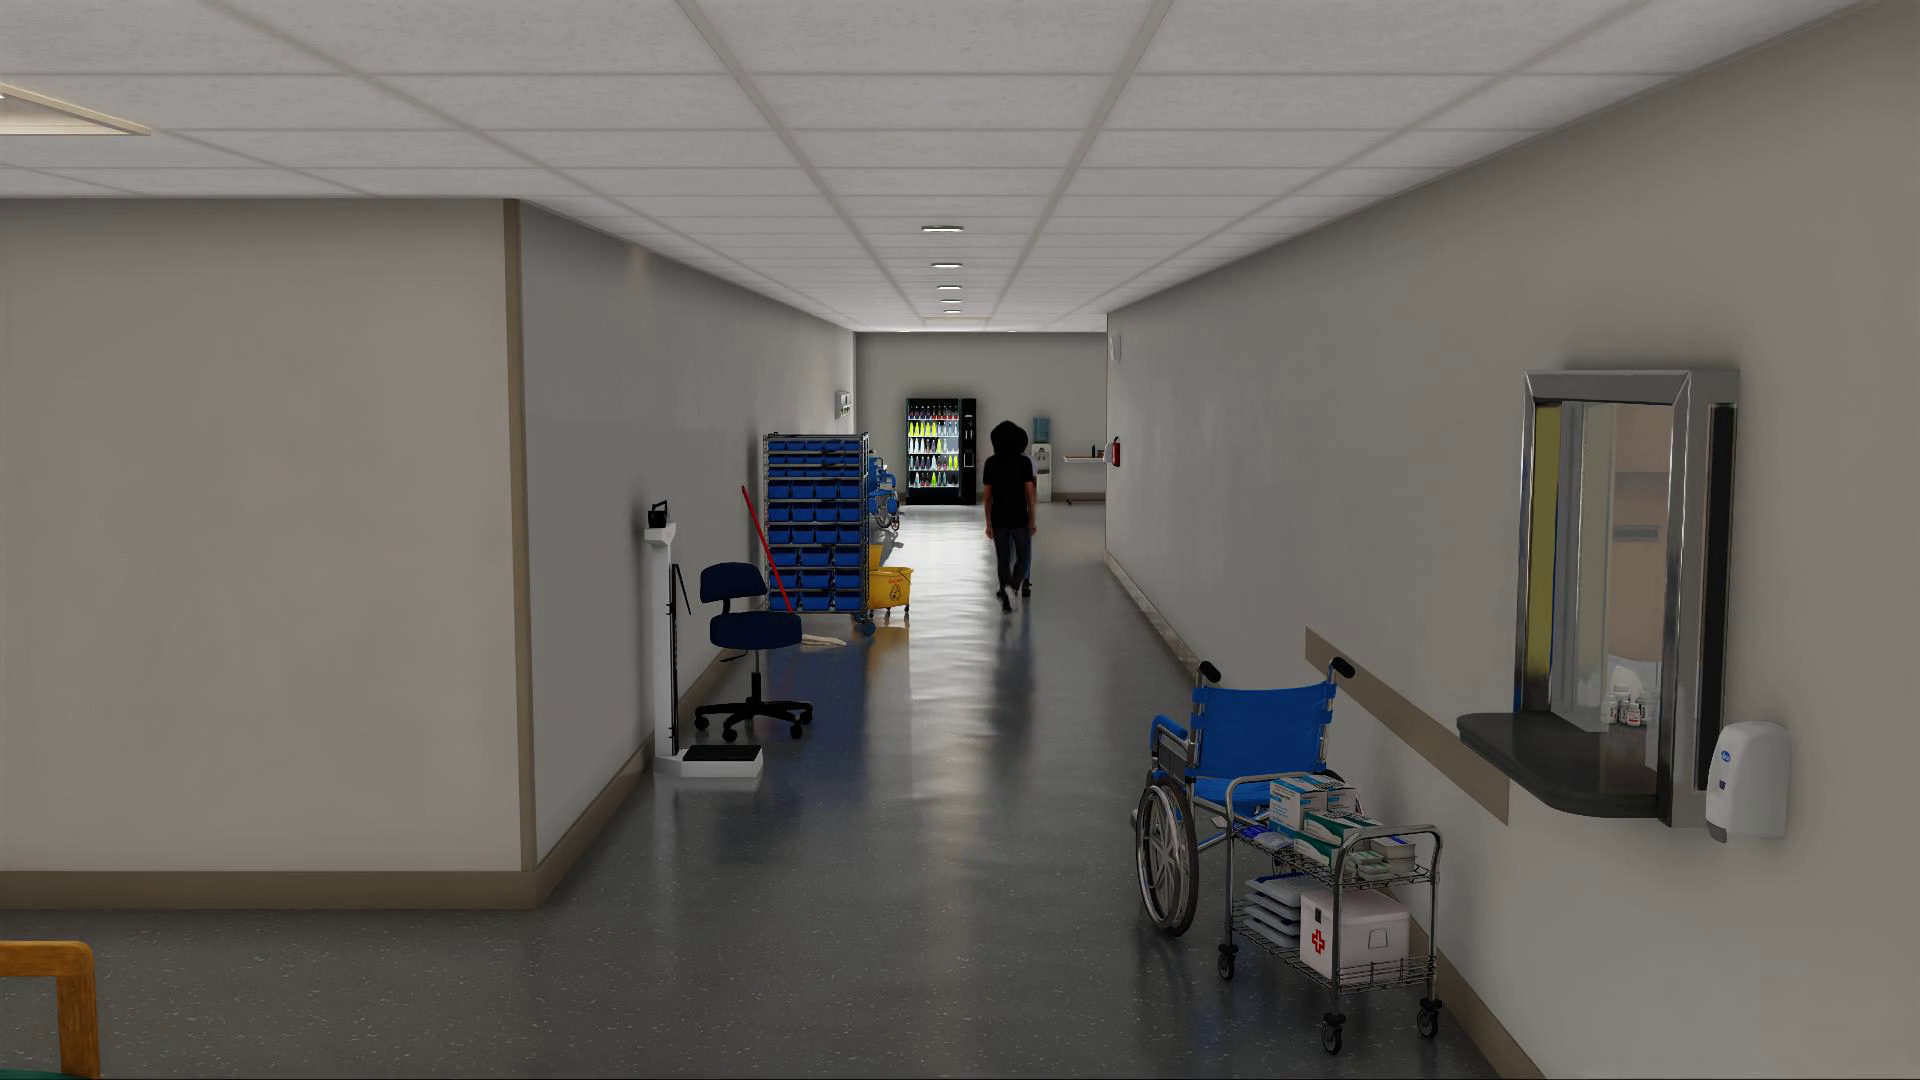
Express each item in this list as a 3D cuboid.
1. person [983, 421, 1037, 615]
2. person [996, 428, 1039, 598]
[{"bbox_3d":[0.455,-0.197,15.521,0.801,1.821,0.790,1,6,11],"label":"person"},{"bbox_3d":[0.579,-0.290,17.025,0.534,1.719,0.687,1,6,12],"label":"person"}]
